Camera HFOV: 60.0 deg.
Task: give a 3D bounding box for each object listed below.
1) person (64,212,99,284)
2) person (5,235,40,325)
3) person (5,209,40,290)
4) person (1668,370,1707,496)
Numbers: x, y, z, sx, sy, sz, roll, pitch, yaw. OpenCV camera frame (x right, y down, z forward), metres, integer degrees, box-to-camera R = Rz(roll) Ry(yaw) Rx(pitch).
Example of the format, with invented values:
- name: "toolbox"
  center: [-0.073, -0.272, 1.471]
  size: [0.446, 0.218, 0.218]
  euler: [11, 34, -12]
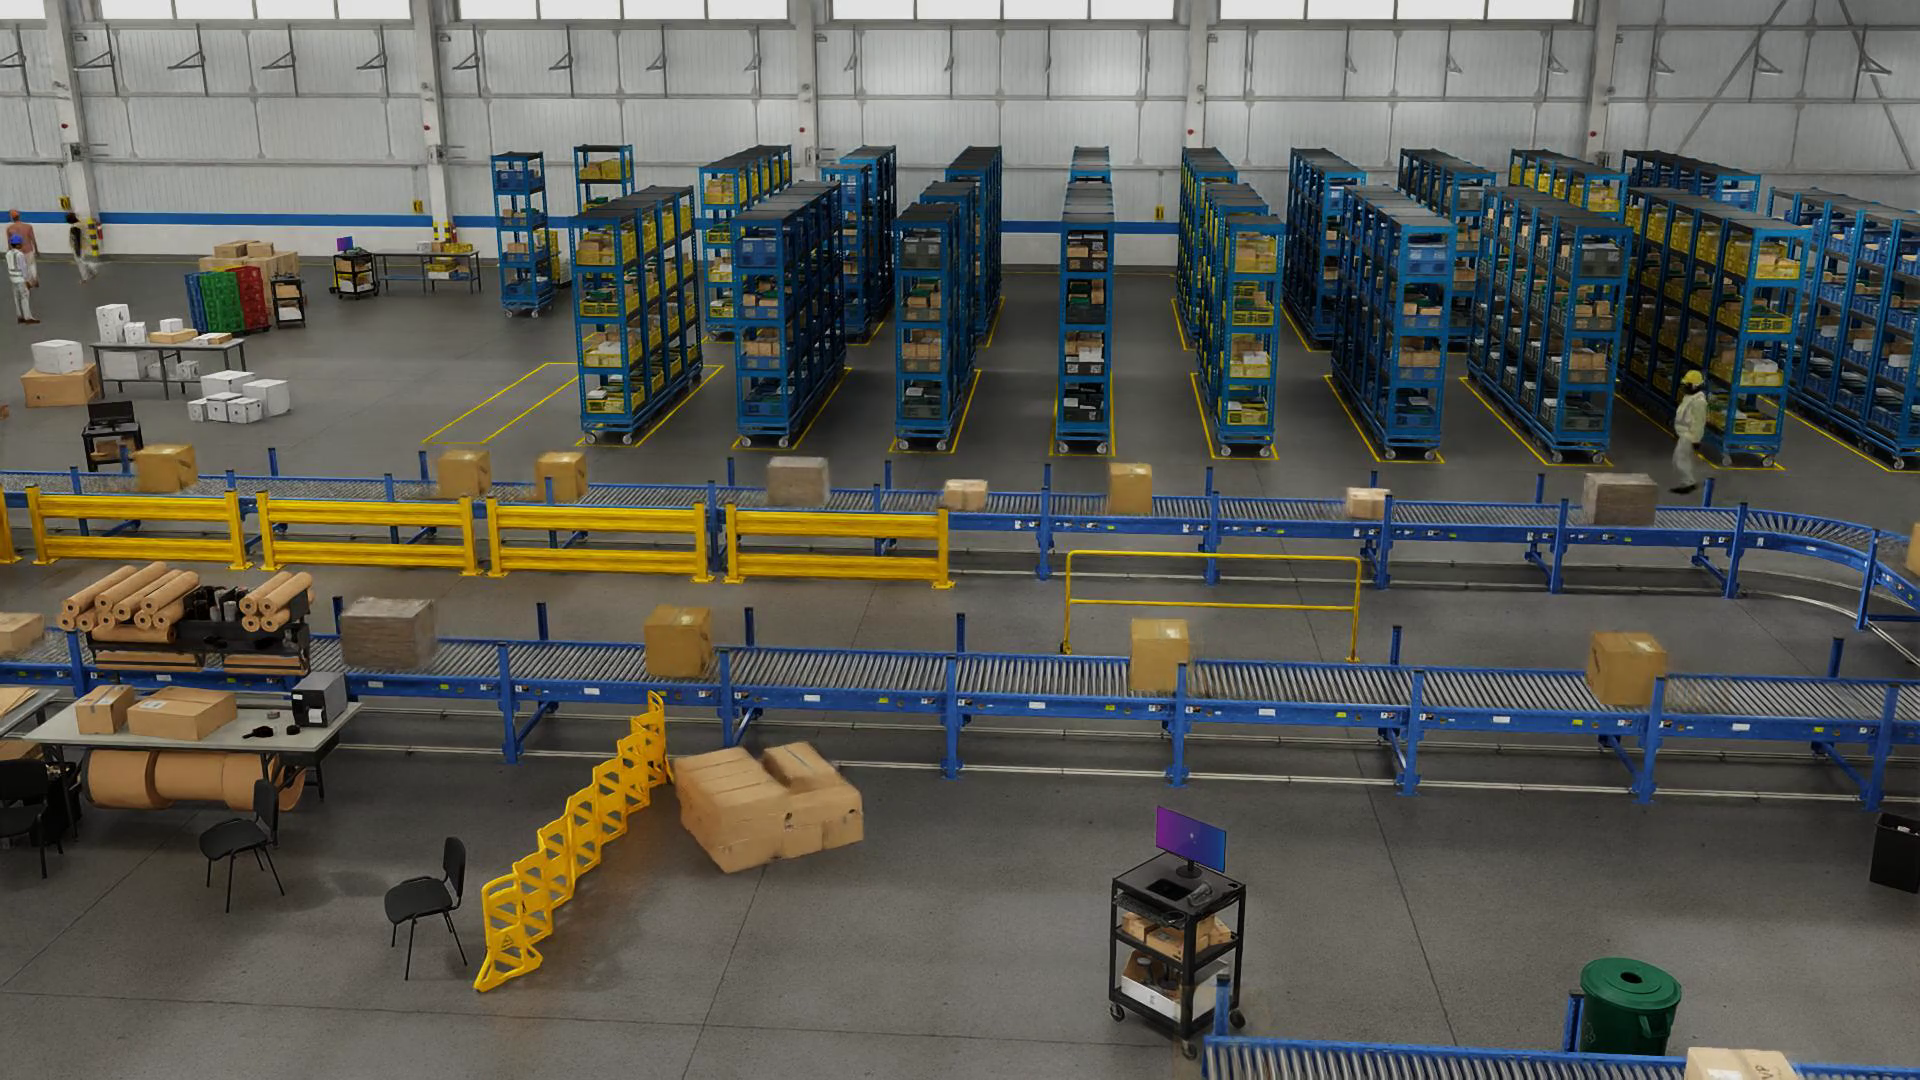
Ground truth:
- name: "person"
  center: [-22.231, -7.380, 42.012]
  size: [0.491, 1.812, 0.693]
  euler: [-6, 19, -19]
- name: "person"
  center: [-20.599, -5.707, 36.481]
  size: [0.615, 1.945, 0.405]
  euler: [11, 20, 30]
- name: "person"
  center: [-23.159, -7.175, 41.100]
  size: [0.635, 1.967, 0.452]
  euler: [-10, 20, -29]
- name: "person"
  center: [10.207, -1.495, 23.341]
  size: [0.426, 1.818, 0.600]
  euler: [4, 18, 12]
